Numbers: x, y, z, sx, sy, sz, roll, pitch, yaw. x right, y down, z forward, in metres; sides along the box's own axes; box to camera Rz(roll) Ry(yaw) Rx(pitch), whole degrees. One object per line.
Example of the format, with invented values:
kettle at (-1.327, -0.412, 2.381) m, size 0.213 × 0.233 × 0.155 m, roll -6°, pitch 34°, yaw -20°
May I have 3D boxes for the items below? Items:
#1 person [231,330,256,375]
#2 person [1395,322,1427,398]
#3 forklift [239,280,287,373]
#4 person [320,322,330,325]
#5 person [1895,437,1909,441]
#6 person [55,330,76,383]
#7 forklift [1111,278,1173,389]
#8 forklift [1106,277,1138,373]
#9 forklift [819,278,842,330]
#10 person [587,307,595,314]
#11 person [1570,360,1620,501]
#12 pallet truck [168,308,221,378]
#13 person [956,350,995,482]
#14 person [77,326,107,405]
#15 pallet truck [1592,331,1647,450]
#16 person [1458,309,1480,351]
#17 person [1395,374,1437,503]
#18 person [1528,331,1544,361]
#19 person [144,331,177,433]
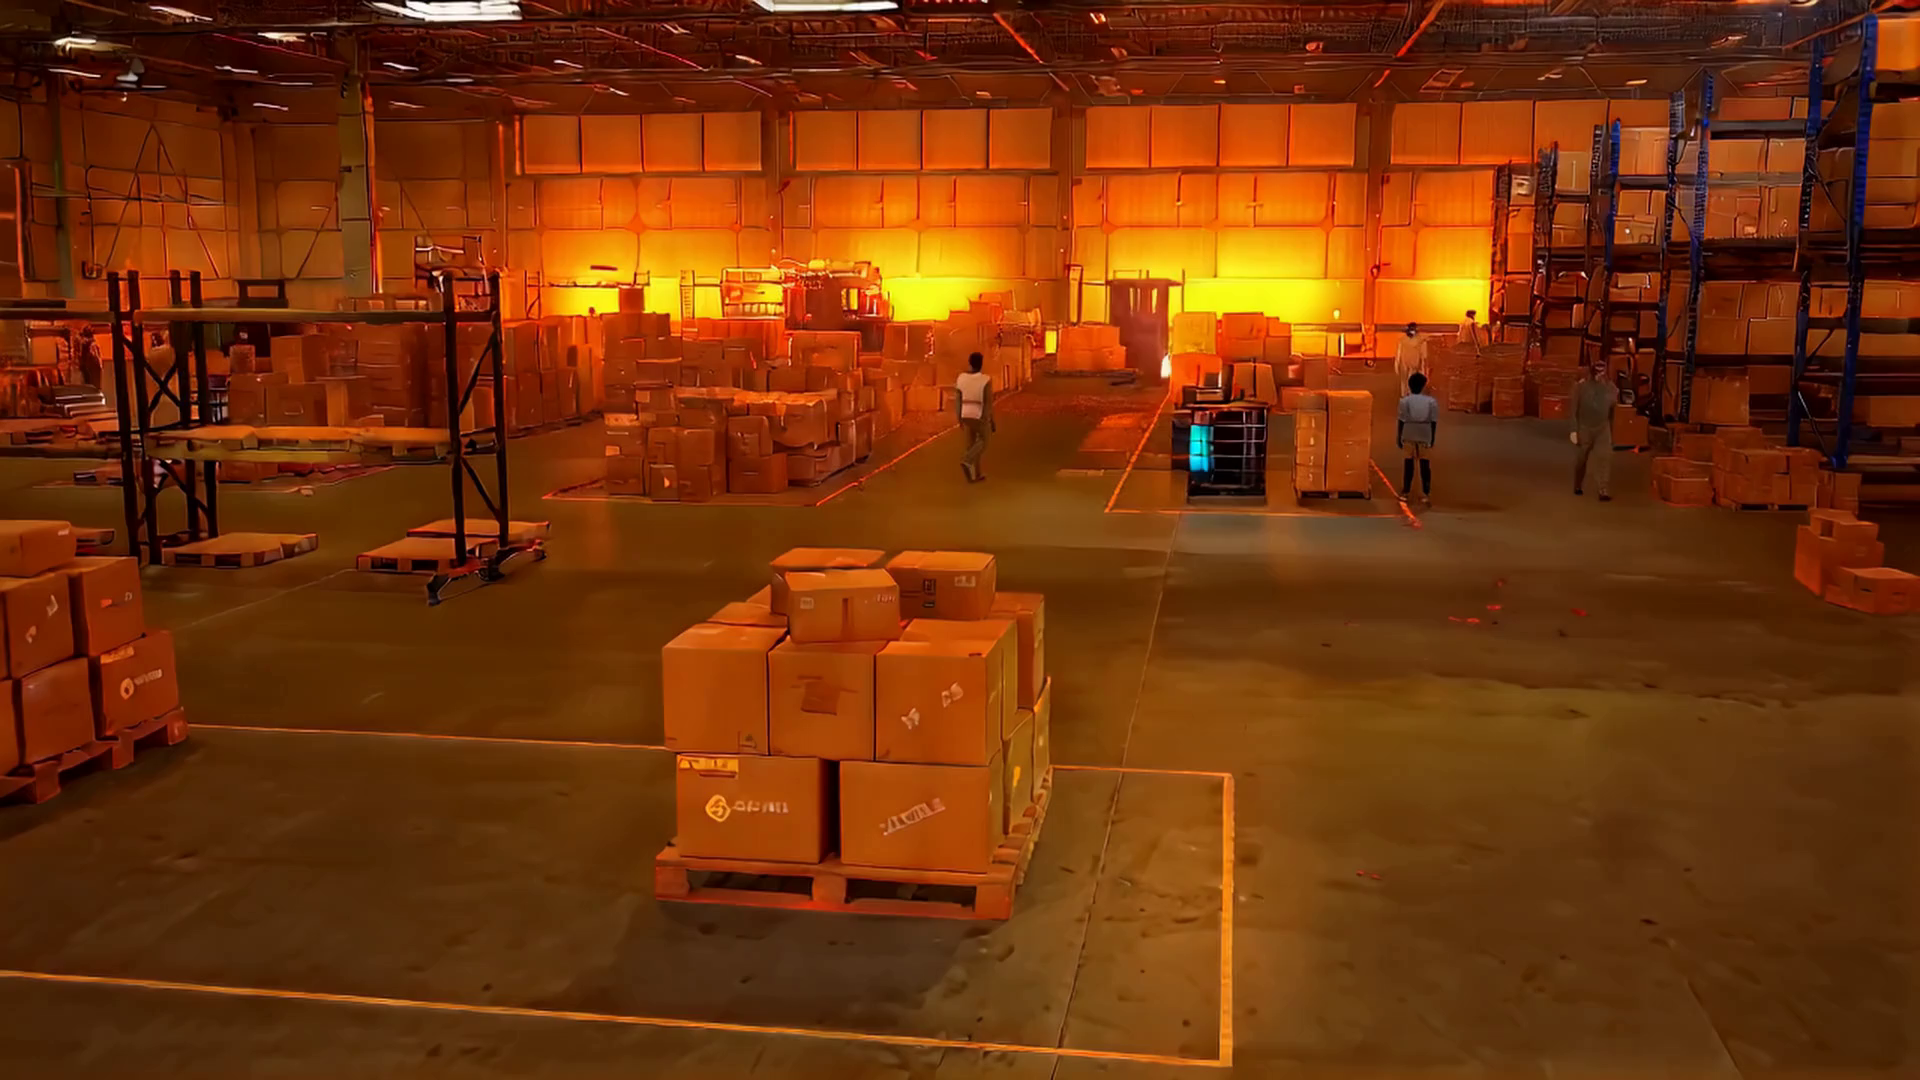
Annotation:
person at (-15.722, -3.742, 36.528) m, size 0.485 × 1.736 × 0.345 m, roll -3°, pitch 10°, yaw -18°
person at (9.591, -3.662, 35.422) m, size 0.652 × 1.928 × 0.434 m, roll 3°, pitch 10°, yaw 16°
forklift at (-15.623, -4.464, 37.445) m, size 1.129 × 2.768 × 1.873 m, roll -3°, pitch 10°, yaw -19°
person at (-16.065, -4.761, 42.175) m, size 0.630 × 1.940 × 0.372 m, roll 1°, pitch 9°, yaw 3°
person at (17.123, -2.701, 29.471) m, size 0.792 × 1.943 × 0.611 m, roll 2°, pitch 9°, yaw 11°
person at (-22.002, -4.377, 40.907) m, size 0.901 × 1.577 × 0.530 m, roll 7°, pitch 12°, yaw 37°
forklift at (5.010, -5.347, 42.893) m, size 1.873 × 2.768 × 1.129 m, roll -6°, pitch 11°, yaw -31°
forklift at (4.538, -6.319, 48.889) m, size 1.873 × 2.768 × 1.129 m, roll 1°, pitch 9°, yaw 9°
forklift at (-3.270, -5.243, 42.251) m, size 1.873 × 2.768 × 1.129 m, roll 1°, pitch 9°, yaw 9°
person at (-11.418, -6.331, 51.986) m, size 0.547 × 1.906 × 0.864 m, roll 1°, pitch 9°, yaw 8°
person at (8.449, -1.476, 22.179) m, size 0.643 × 1.862 × 1.000 m, roll 1°, pitch 9°, yaw 9°
pallet truck at (-21.869, -5.598, 47.154) m, size 0.823 × 1.965 × 1.885 m, roll 4°, pitch 10°, yaw 26°
person at (0.202, -1.741, 23.642) m, size 0.605 × 1.906 × 0.624 m, roll 6°, pitch 11°, yaw 34°
person at (-19.341, -3.860, 37.022) m, size 0.616 × 1.806 × 0.557 m, roll -1°, pitch 9°, yaw -8°
pallet truck at (11.253, -2.573, 28.499) m, size 0.823 × 1.965 × 1.885 m, roll 5°, pitch 10°, yaw 27°
person at (13.886, -5.305, 45.354) m, size 0.612 × 1.995 × 0.377 m, roll 8°, pitch 12°, yaw 42°
person at (5.953, -1.322, 21.718) m, size 0.534 × 1.692 × 0.322 m, roll 0°, pitch 9°, yaw 1°
person at (13.738, -4.145, 39.387) m, size 0.824 × 1.595 × 0.545 m, roll 3°, pitch 10°, yaw 17°
person at (-14.929, -2.928, 30.968) m, size 0.654 × 1.900 × 0.875 m, roll 1°, pitch 9°, yaw 5°
